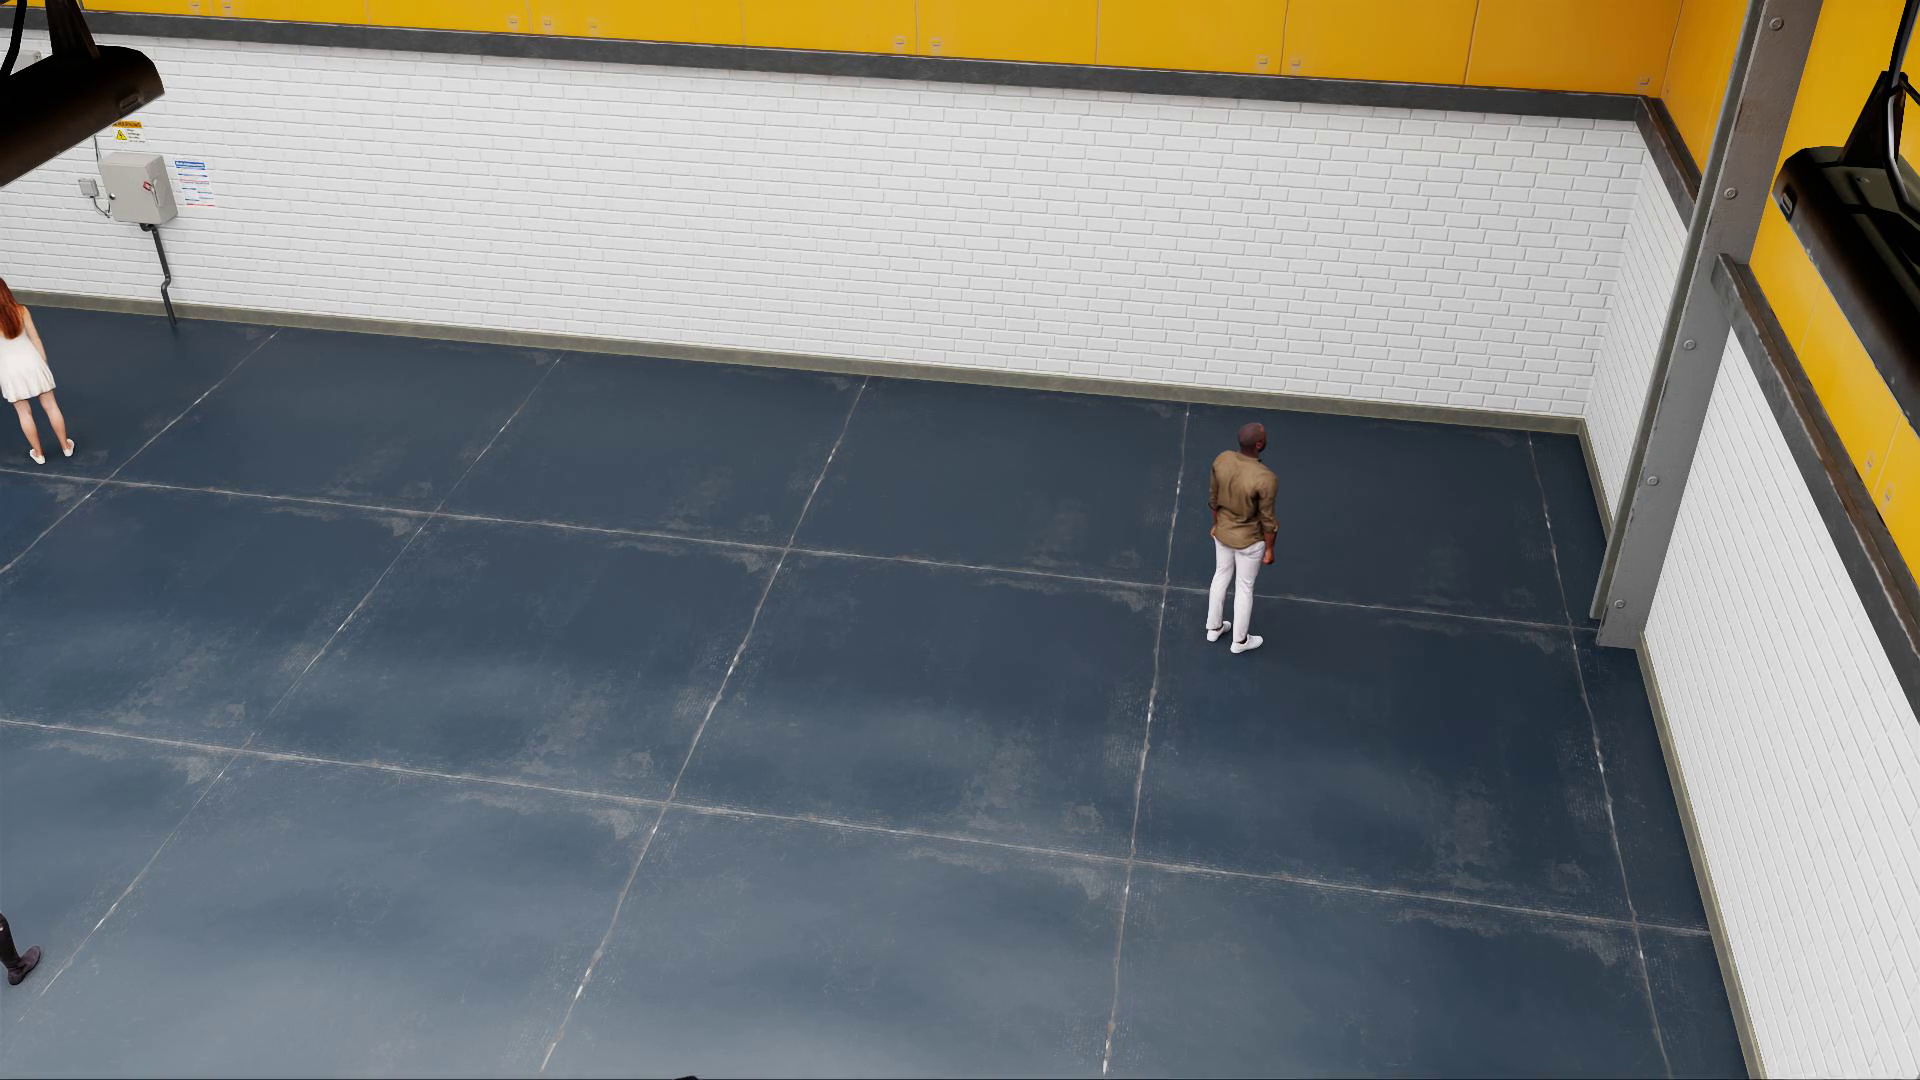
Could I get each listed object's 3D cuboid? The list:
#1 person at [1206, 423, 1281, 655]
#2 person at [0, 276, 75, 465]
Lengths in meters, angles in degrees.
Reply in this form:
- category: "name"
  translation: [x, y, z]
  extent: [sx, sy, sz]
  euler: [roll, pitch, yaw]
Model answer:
- category: "person"
  translation: [1.972, -0.020, 11.701]
  extent: [0.814, 1.825, 0.803]
  euler: [-28, 43, -35]
- category: "person"
  translation: [-7.867, -1.445, 13.948]
  extent: [0.643, 1.711, 0.704]
  euler: [-21, 39, -29]
